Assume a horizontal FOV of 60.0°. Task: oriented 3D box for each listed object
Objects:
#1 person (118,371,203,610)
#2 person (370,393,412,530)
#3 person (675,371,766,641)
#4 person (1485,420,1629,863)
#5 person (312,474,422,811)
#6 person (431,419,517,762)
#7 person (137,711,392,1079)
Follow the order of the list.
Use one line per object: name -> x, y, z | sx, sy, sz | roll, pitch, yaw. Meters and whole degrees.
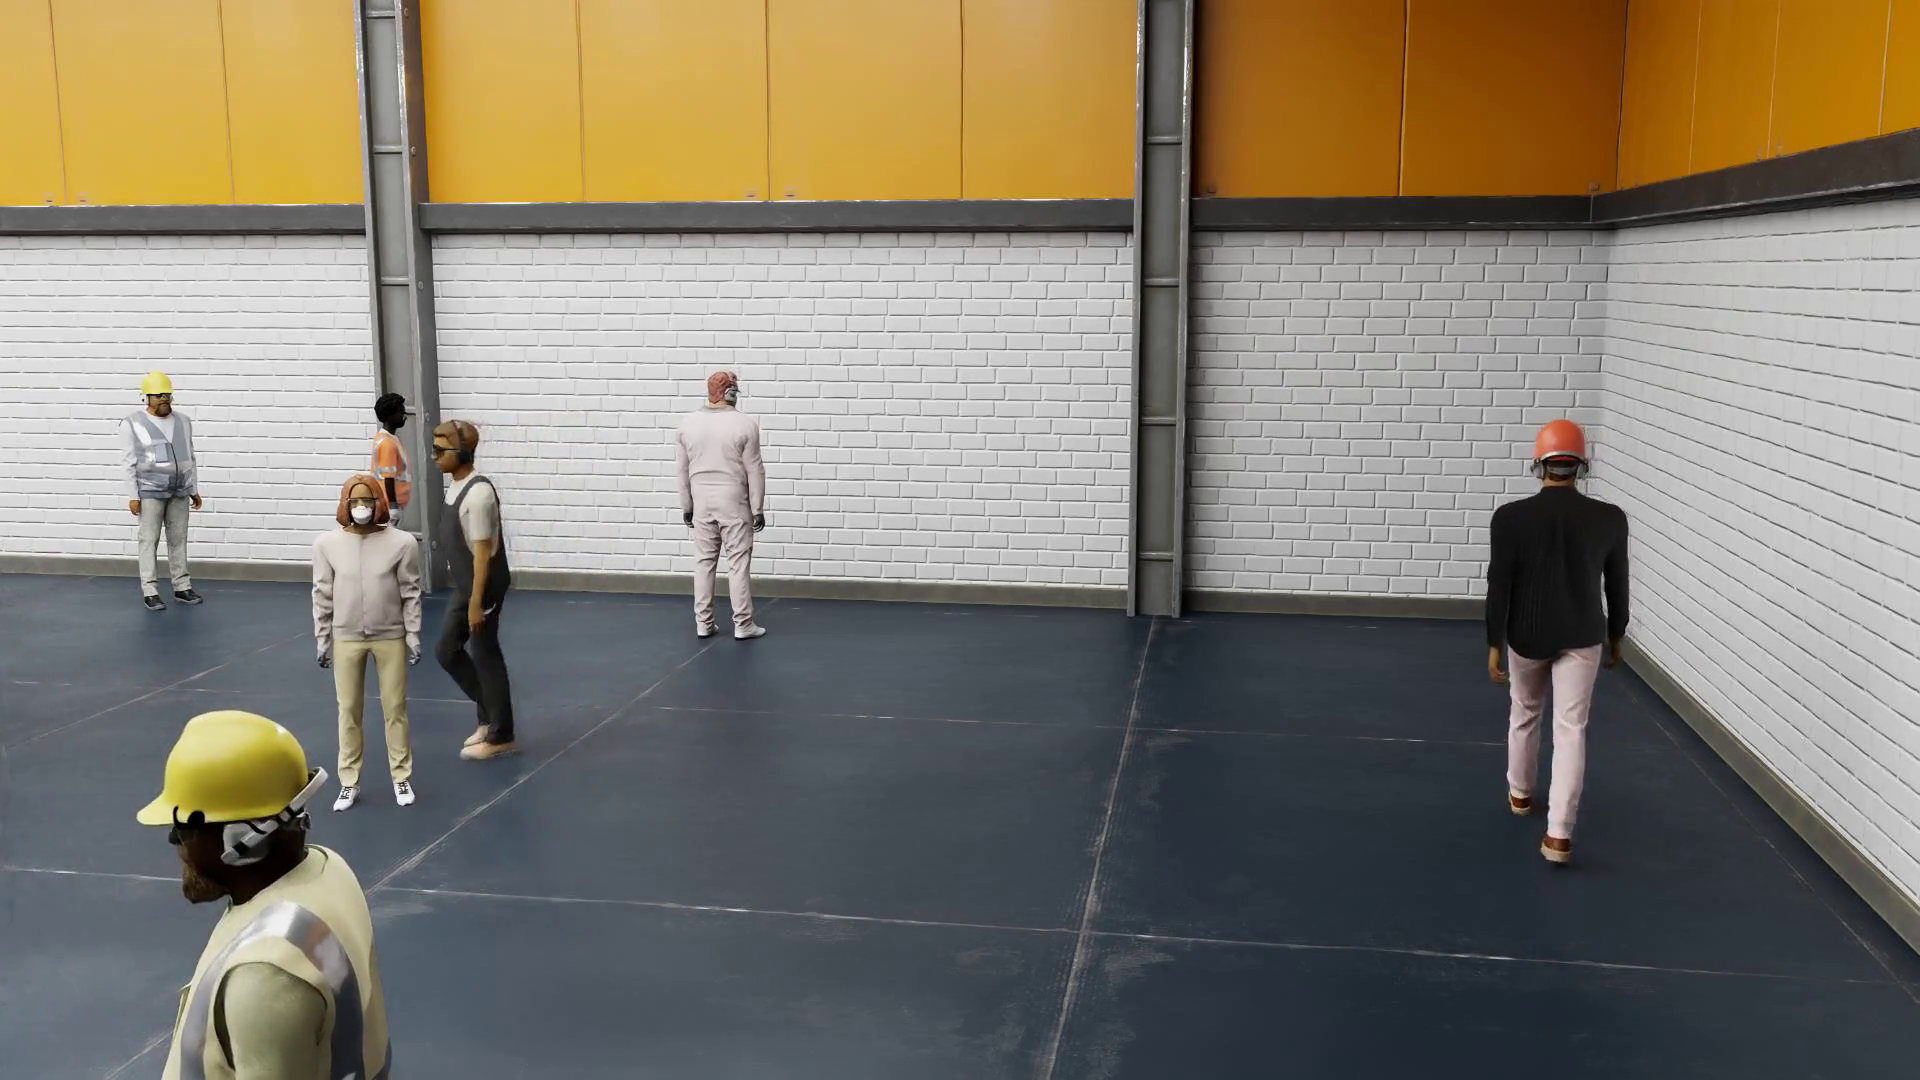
person -> -6.161, -0.388, 12.876 | 0.403, 1.834, 0.588 | 6, 11, 33
person -> -4.312, -0.269, 12.603 | 0.321, 1.690, 0.529 | -3, 10, -18
person -> -1.666, -0.240, 11.761 | 0.649, 1.901, 0.401 | 3, 10, 17
person -> 2.710, 0.427, 7.562 | 0.626, 1.943, 1.049 | 3, 10, 16
person -> -2.862, 0.492, 8.060 | 0.500, 1.636, 0.280 | -2, 10, -15
person -> -2.564, 0.274, 8.787 | 0.417, 1.835, 0.565 | -5, 11, -30
person -> -1.260, 1.203, 3.092 | 0.403, 1.826, 0.593 | -2, 9, -14
